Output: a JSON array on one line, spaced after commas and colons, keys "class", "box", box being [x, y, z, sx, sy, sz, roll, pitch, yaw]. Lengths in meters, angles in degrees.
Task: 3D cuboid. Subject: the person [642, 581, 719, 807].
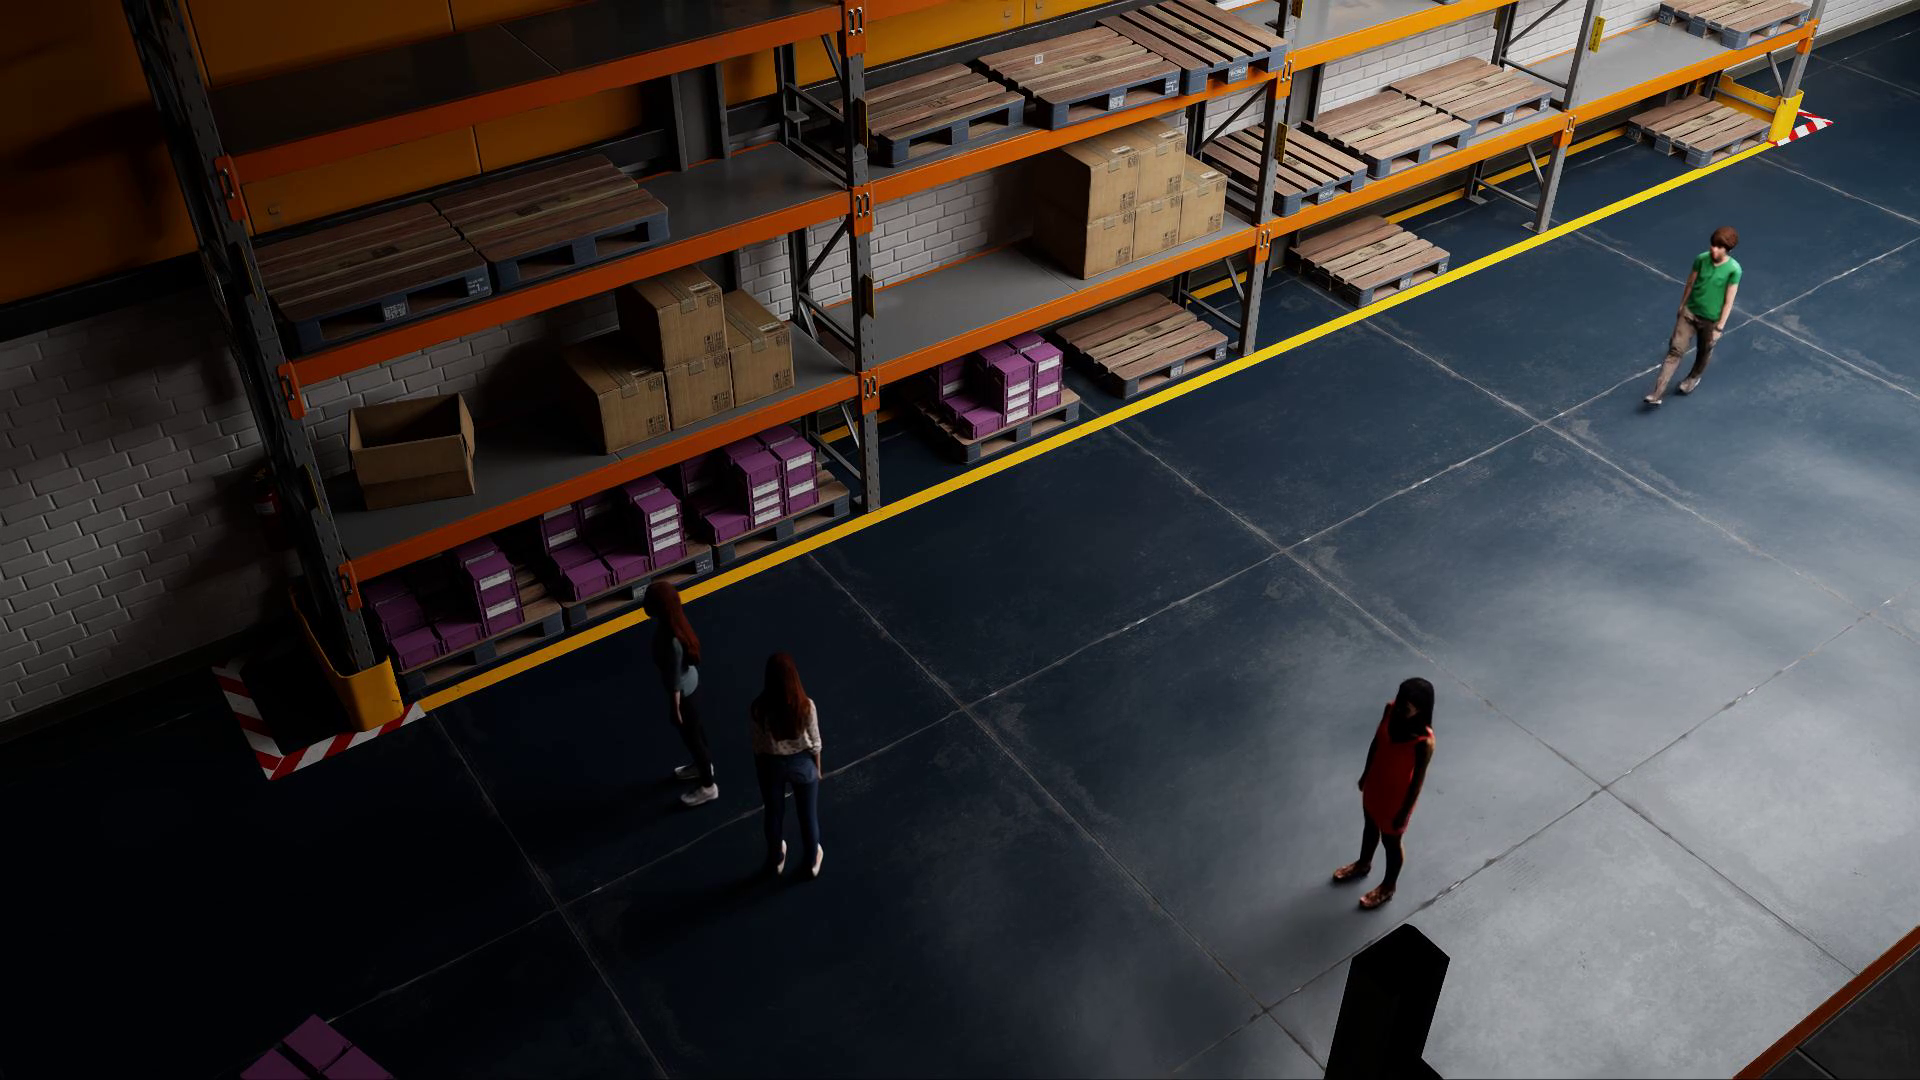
[{"class": "person", "box": [-1.717, 0.941, 10.302, 0.657, 1.739, 0.643, -6, 39, -7]}]

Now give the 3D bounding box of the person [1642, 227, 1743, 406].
[{"class": "person", "box": [6.282, -1.903, 13.963, 1.119, 1.614, 0.722, -31, 48, -32]}]

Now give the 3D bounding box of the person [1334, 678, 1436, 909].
[{"class": "person", "box": [2.522, 1.441, 9.692, 0.582, 1.718, 0.614, -17, 42, -20]}]

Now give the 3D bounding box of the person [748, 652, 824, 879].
[{"class": "person", "box": [-1.022, 1.338, 9.813, 0.611, 1.729, 0.708, -2, 39, -2]}]
